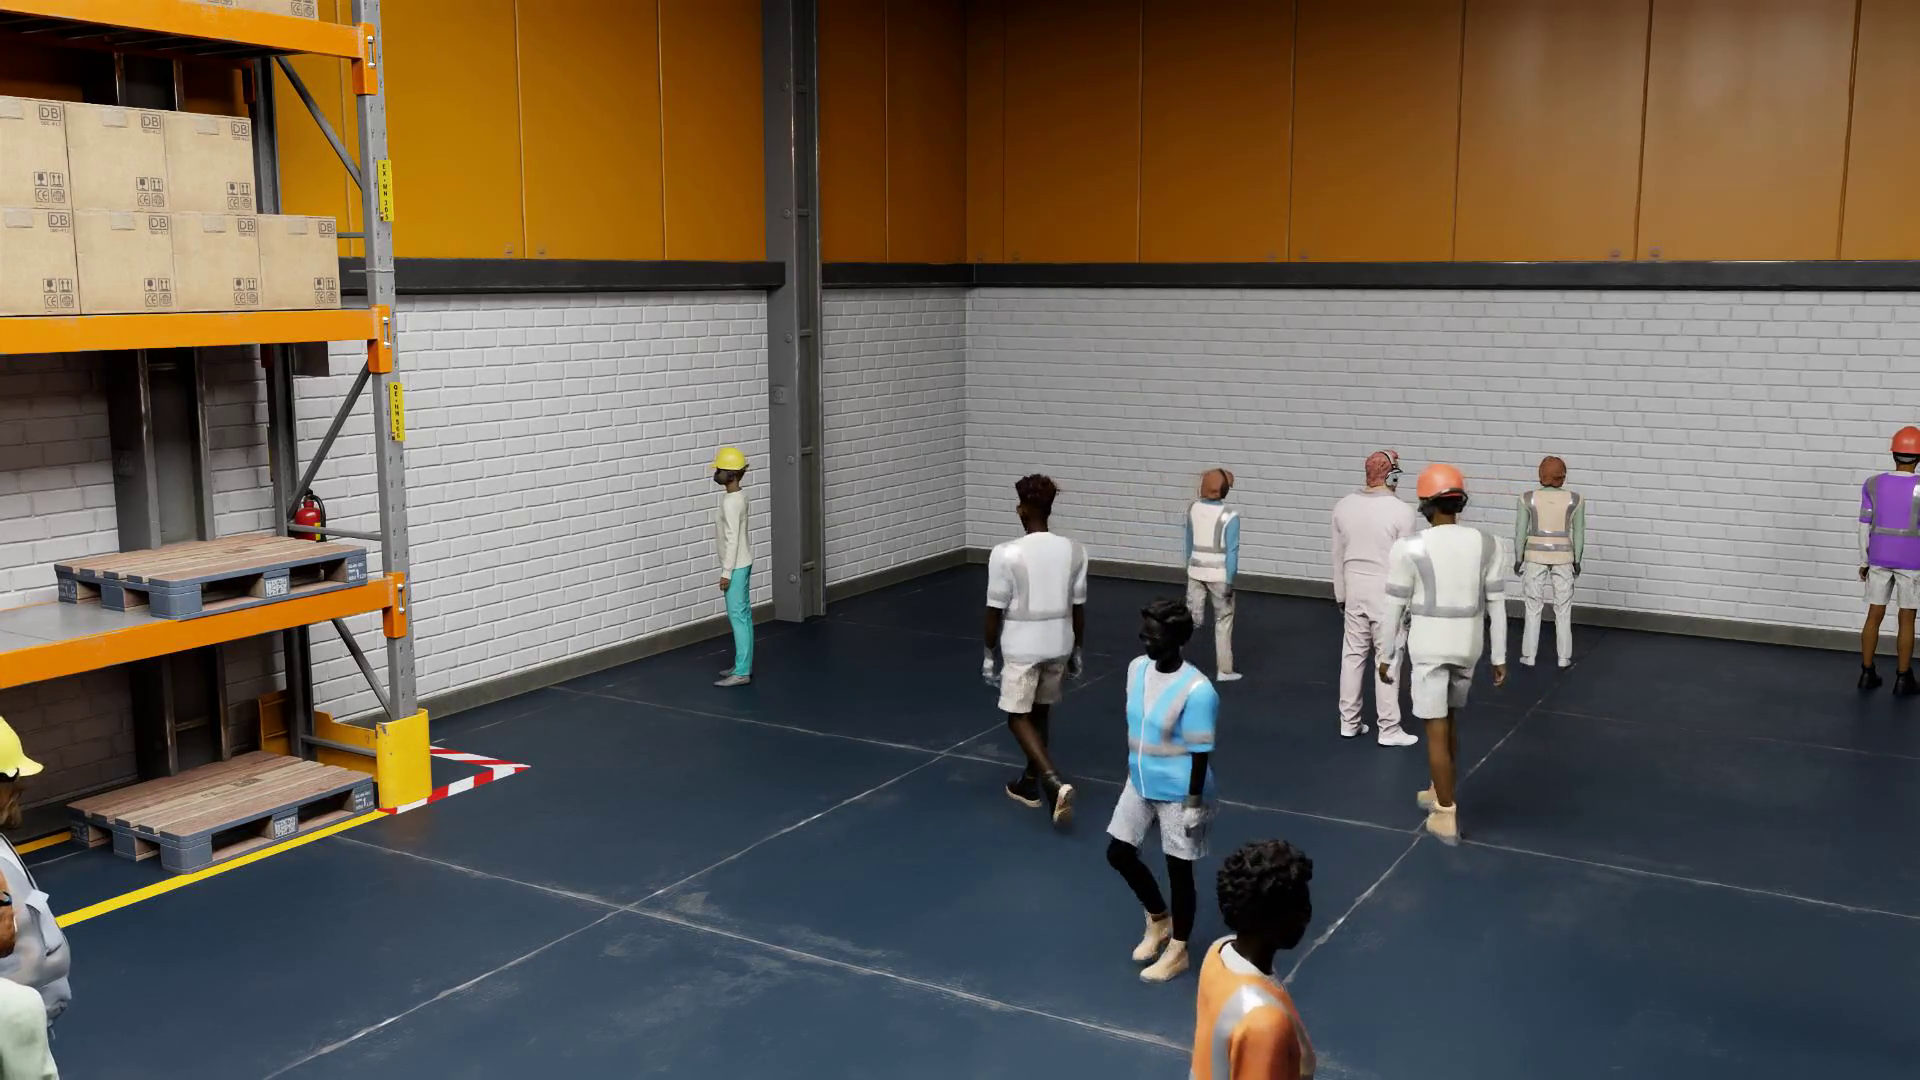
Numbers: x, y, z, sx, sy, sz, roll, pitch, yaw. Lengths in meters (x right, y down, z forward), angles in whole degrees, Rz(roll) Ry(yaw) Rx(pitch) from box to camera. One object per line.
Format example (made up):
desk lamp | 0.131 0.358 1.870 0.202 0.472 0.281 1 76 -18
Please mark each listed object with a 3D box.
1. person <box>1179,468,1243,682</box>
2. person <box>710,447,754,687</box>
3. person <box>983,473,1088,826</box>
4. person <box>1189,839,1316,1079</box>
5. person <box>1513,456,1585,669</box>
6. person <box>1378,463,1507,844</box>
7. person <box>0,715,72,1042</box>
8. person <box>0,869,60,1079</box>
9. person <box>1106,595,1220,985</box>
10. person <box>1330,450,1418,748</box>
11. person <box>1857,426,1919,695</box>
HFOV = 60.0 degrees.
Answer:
person | 1.792 0.280 12.197 0.688 1.623 0.518 -8 12 -42
person | -1.675 0.194 12.256 0.301 1.772 0.523 0 9 0
person | 0.445 0.601 9.193 0.609 1.939 0.842 -4 10 -25
person | 0.712 1.547 4.052 0.335 1.689 0.540 0 9 0
person | 4.515 0.177 12.771 0.515 1.639 0.315 2 9 14
person | 2.584 0.586 9.042 0.633 2.010 0.782 -1 9 -9
person | -2.713 1.378 4.673 0.404 1.828 0.602 -5 10 -29
person | -2.399 1.569 4.091 0.507 1.632 0.271 2 9 14
person | 0.863 1.063 7.068 0.371 1.682 0.553 -6 11 -34
person | 2.699 0.372 10.715 0.406 1.911 0.639 -8 12 -40
person | 6.778 0.147 12.005 0.340 1.942 0.552 -7 11 -37
